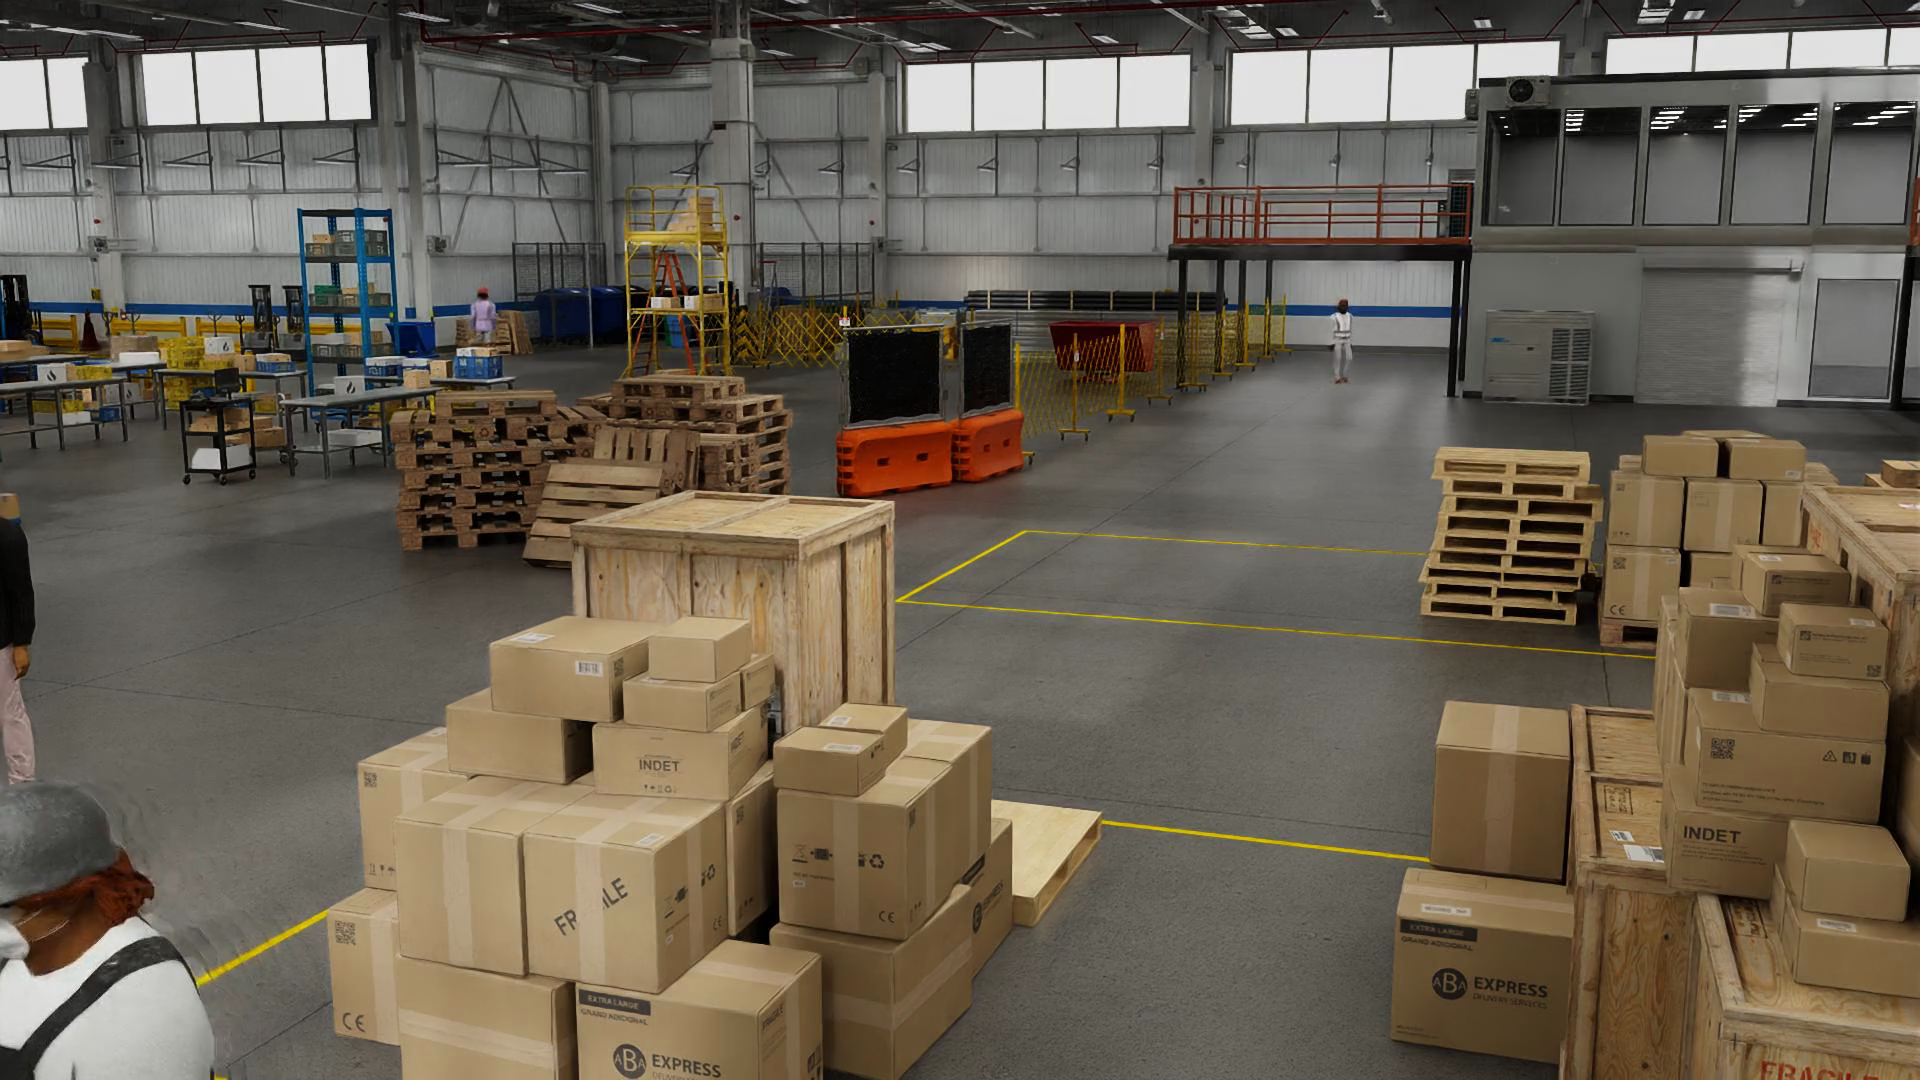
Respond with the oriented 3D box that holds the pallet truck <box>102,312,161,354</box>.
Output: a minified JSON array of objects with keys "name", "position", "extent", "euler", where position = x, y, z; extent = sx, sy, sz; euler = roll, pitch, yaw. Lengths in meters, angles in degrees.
[{"name":"pallet truck","position":[-23.057,-5.777,46.261],"extent":[0.680,1.201,1.601],"euler":[3,11,19]}]

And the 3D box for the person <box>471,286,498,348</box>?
[{"name":"person","position":[-11.640,-5.201,40.756],"extent":[0.640,2.031,0.430],"euler":[1,10,3]}]

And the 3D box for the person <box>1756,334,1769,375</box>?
[{"name":"person","position":[17.179,-4.074,35.528],"extent":[0.348,1.620,0.529],"euler":[1,10,6]}]

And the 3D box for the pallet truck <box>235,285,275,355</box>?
[{"name":"pallet truck","position":[-18.327,-5.835,44.421],"extent":[0.823,1.965,1.885],"euler":[4,11,23]}]

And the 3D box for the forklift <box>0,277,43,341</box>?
[{"name":"forklift","position":[-27.151,-6.329,46.328],"extent":[1.157,1.987,2.680],"euler":[3,11,17]}]

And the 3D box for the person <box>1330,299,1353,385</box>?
[{"name":"person","position":[8.310,-4.283,36.056],"extent":[0.595,1.860,0.635],"euler":[-3,10,-16]}]

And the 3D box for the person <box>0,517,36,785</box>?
[{"name":"person","position":[-5.115,0.521,8.639],"extent":[0.617,1.993,0.375],"euler":[1,10,5]}]

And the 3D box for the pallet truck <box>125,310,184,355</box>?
[{"name":"pallet truck","position":[-22.038,-5.665,45.457],"extent":[0.704,1.261,1.522],"euler":[3,11,17]}]

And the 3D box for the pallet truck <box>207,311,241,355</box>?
[{"name":"pallet truck","position":[-19.537,-5.575,44.913],"extent":[0.653,1.274,1.630],"euler":[3,11,19]}]

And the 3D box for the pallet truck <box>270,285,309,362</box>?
[{"name":"pallet truck","position":[-17.147,-5.700,43.663],"extent":[0.823,1.965,1.885],"euler":[3,11,17]}]
